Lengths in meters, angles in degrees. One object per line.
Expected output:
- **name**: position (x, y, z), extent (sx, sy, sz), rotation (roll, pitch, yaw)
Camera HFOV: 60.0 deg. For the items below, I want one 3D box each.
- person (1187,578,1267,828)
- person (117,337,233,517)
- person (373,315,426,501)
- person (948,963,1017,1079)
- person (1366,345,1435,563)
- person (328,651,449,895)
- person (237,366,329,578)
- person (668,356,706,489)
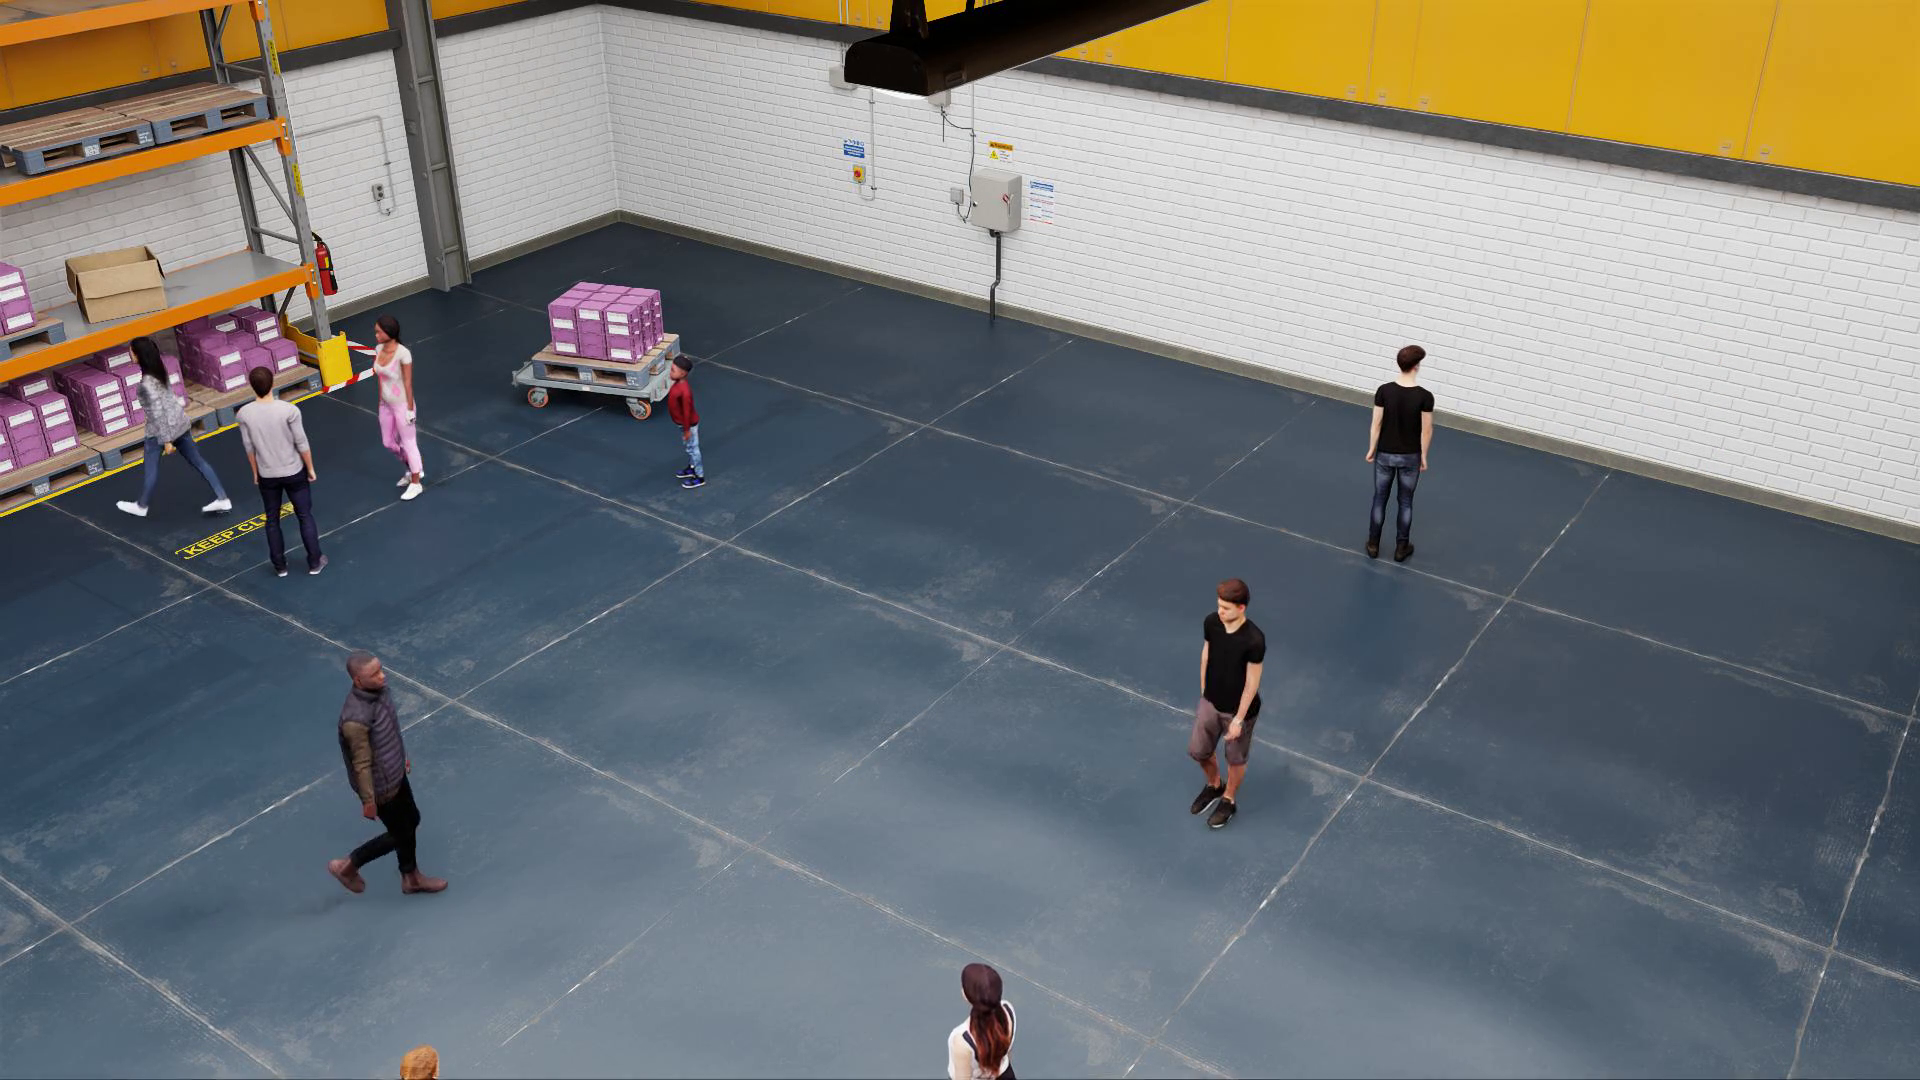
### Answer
- **person**: position (1.814, 1.028, 10.797), extent (0.682, 1.846, 0.680), rotation (25, 37, 37)
- **person**: position (-6.858, -0.951, 14.599), extent (1.150, 1.680, 1.190), rotation (-1, 29, -1)
- **person**: position (-5.030, -1.211, 15.010), extent (0.586, 1.742, 0.624), rotation (16, 33, 27)
- **person**: position (0.121, 2.690, 7.960), extent (0.614, 1.646, 0.482), rotation (21, 35, 34)
- **person**: position (3.677, -0.720, 13.950), extent (0.709, 1.896, 0.642), rotation (11, 30, 19)
- **person**: position (-3.571, 1.453, 10.045), extent (1.057, 1.820, 1.015), rotation (-2, 29, -4)
- **person**: position (-5.614, -0.566, 13.727), extent (0.707, 1.839, 0.758), rotation (-4, 29, -7)
- **person**: position (-2.514, -1.107, 15.332), extent (0.623, 1.252, 0.578), rotation (-9, 30, -16)
